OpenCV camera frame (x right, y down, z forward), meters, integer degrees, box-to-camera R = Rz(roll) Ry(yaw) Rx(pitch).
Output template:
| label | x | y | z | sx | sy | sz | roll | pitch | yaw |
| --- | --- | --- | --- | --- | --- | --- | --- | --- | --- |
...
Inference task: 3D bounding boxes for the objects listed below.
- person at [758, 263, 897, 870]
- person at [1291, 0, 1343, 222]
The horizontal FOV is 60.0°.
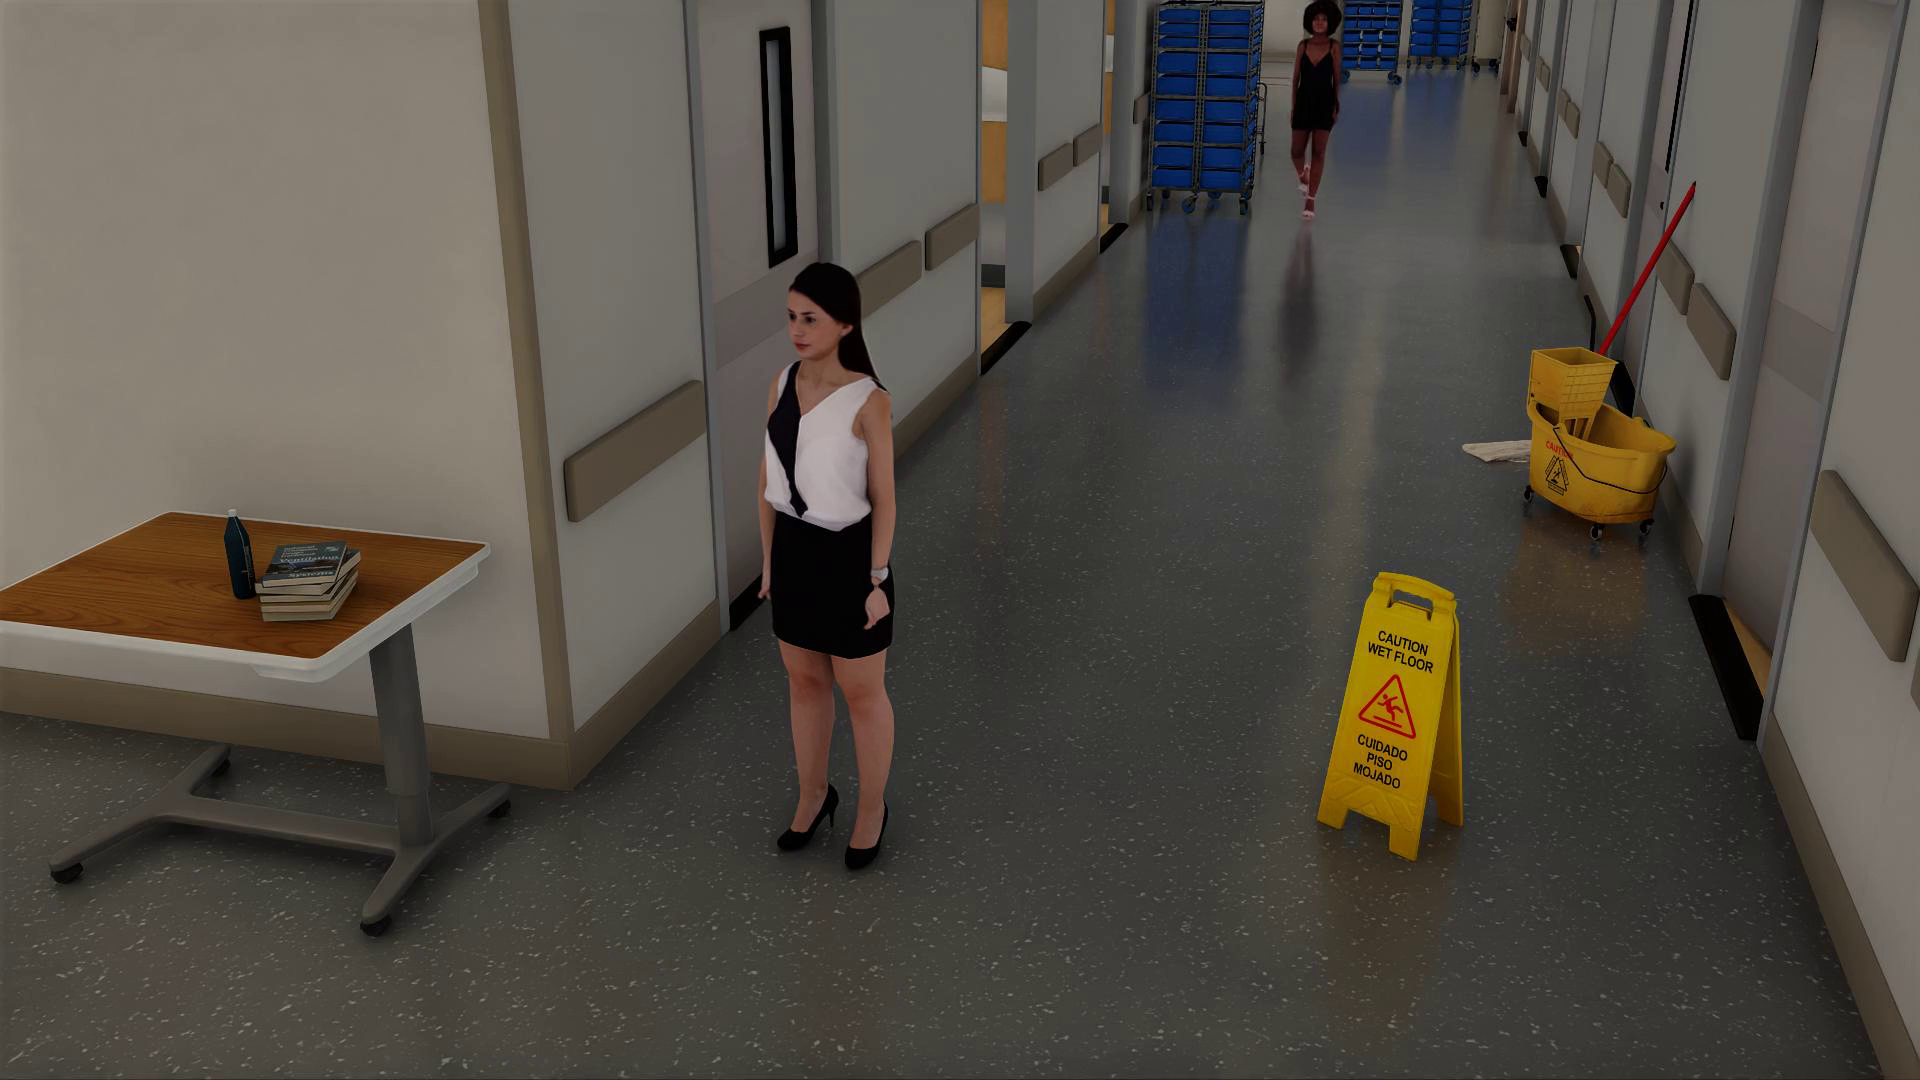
| label | x | y | z | sx | sy | sz | roll | pitch | yaw |
| --- | --- | --- | --- | --- | --- | --- | --- | --- | --- |
| person | -0.339 | 0.096 | 4.396 | 0.598 | 1.634 | 0.579 | 11 | 23 | 27 |
| person | 2.973 | -3.581 | 13.906 | 0.572 | 1.774 | 0.852 | 6 | 22 | 17 |
